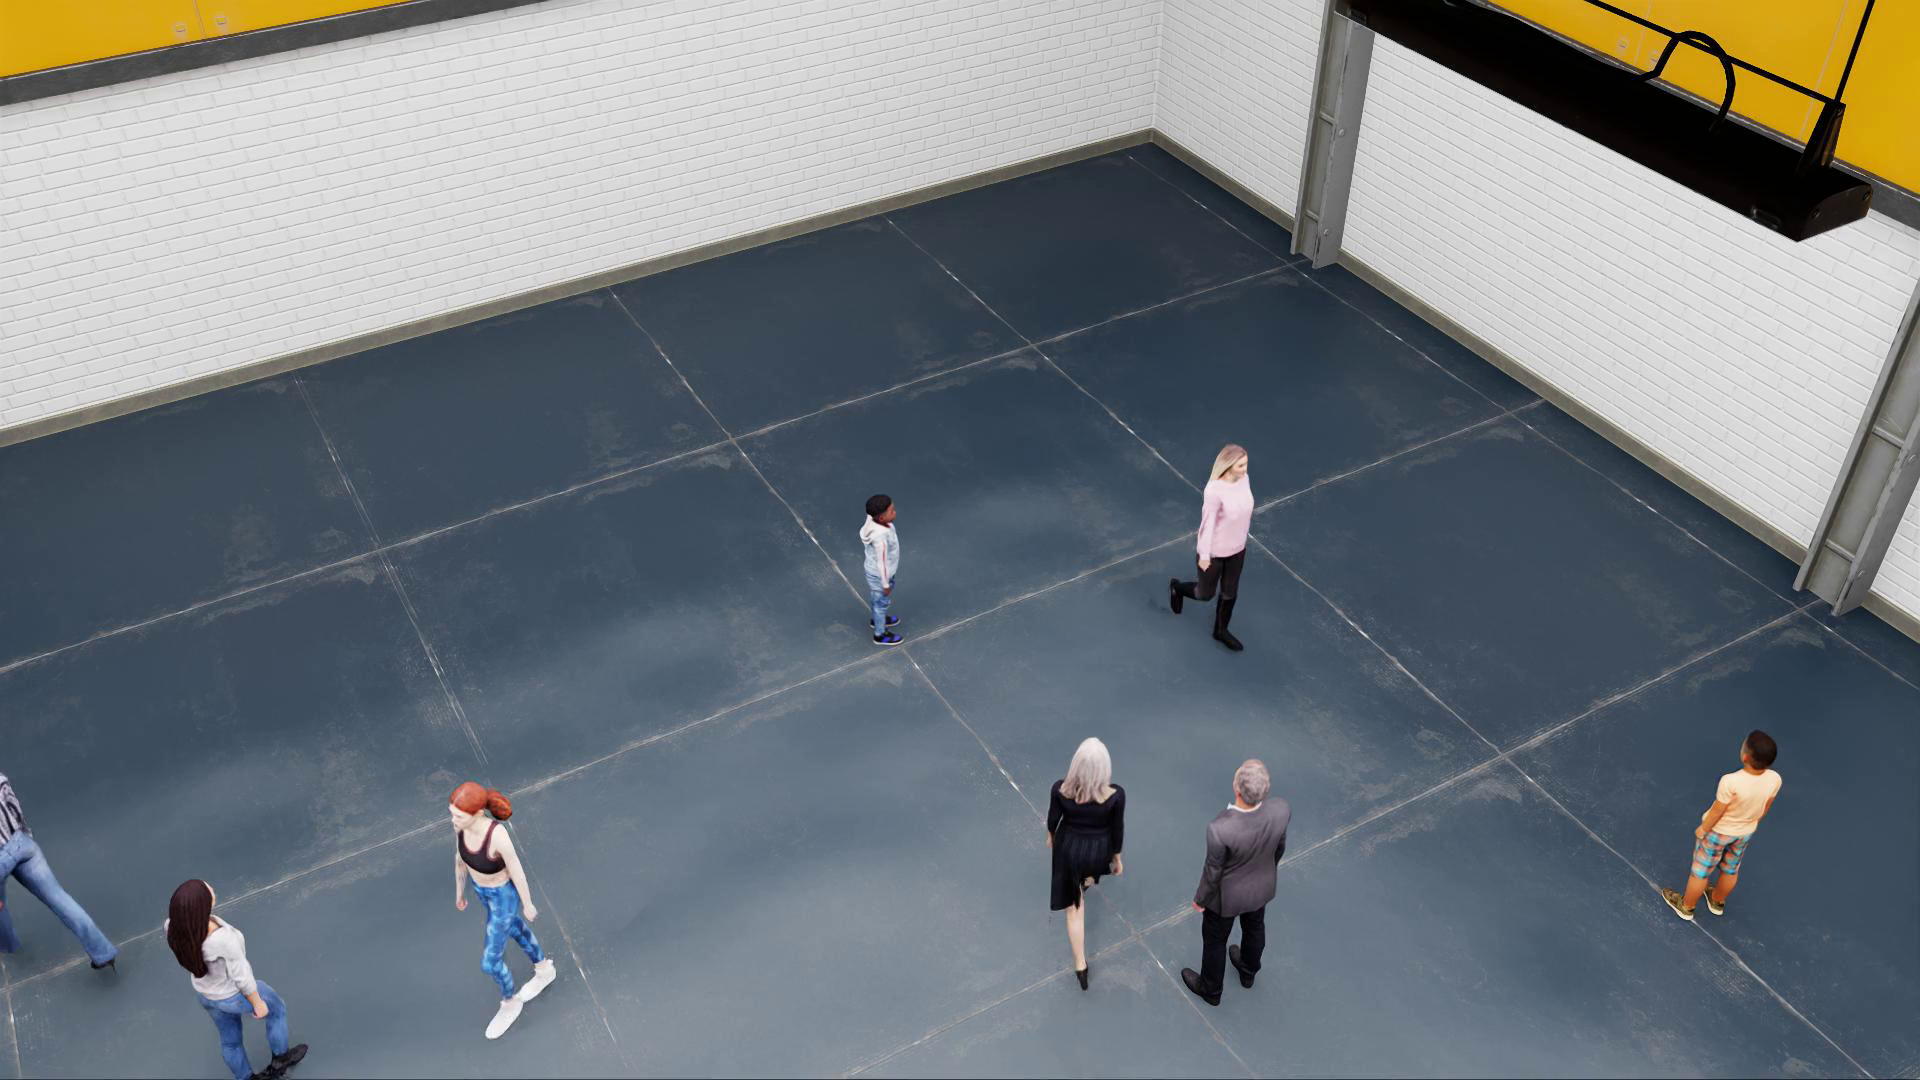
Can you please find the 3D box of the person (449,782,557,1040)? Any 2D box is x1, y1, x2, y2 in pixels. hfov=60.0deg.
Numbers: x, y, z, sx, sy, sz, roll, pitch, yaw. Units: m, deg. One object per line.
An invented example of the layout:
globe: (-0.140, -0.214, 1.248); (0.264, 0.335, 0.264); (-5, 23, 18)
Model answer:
person: (-2.481, 1.935, 9.198); (0.813, 1.768, 0.799); (27, 46, 29)

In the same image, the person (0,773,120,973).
person: (-5.255, 1.855, 9.318); (1.248, 1.743, 1.135); (13, 40, 16)

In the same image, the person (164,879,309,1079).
person: (-3.876, 2.428, 8.699); (0.749, 1.621, 0.813); (11, 40, 14)

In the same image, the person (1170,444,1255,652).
person: (1.778, 0.016, 11.674); (0.680, 1.675, 0.945); (-26, 46, -29)

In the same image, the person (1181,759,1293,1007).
person: (1.536, 1.889, 9.196); (0.725, 1.842, 0.612); (-17, 42, -20)

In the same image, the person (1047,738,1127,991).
person: (0.693, 1.844, 9.360); (1.003, 1.708, 1.182); (2, 39, 3)

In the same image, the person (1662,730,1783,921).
person: (4.521, 1.683, 9.759); (0.581, 1.462, 0.587); (-6, 39, -8)

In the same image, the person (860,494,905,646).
person: (-0.564, 0.187, 11.794); (0.594, 1.259, 0.505); (-7, 39, -8)
